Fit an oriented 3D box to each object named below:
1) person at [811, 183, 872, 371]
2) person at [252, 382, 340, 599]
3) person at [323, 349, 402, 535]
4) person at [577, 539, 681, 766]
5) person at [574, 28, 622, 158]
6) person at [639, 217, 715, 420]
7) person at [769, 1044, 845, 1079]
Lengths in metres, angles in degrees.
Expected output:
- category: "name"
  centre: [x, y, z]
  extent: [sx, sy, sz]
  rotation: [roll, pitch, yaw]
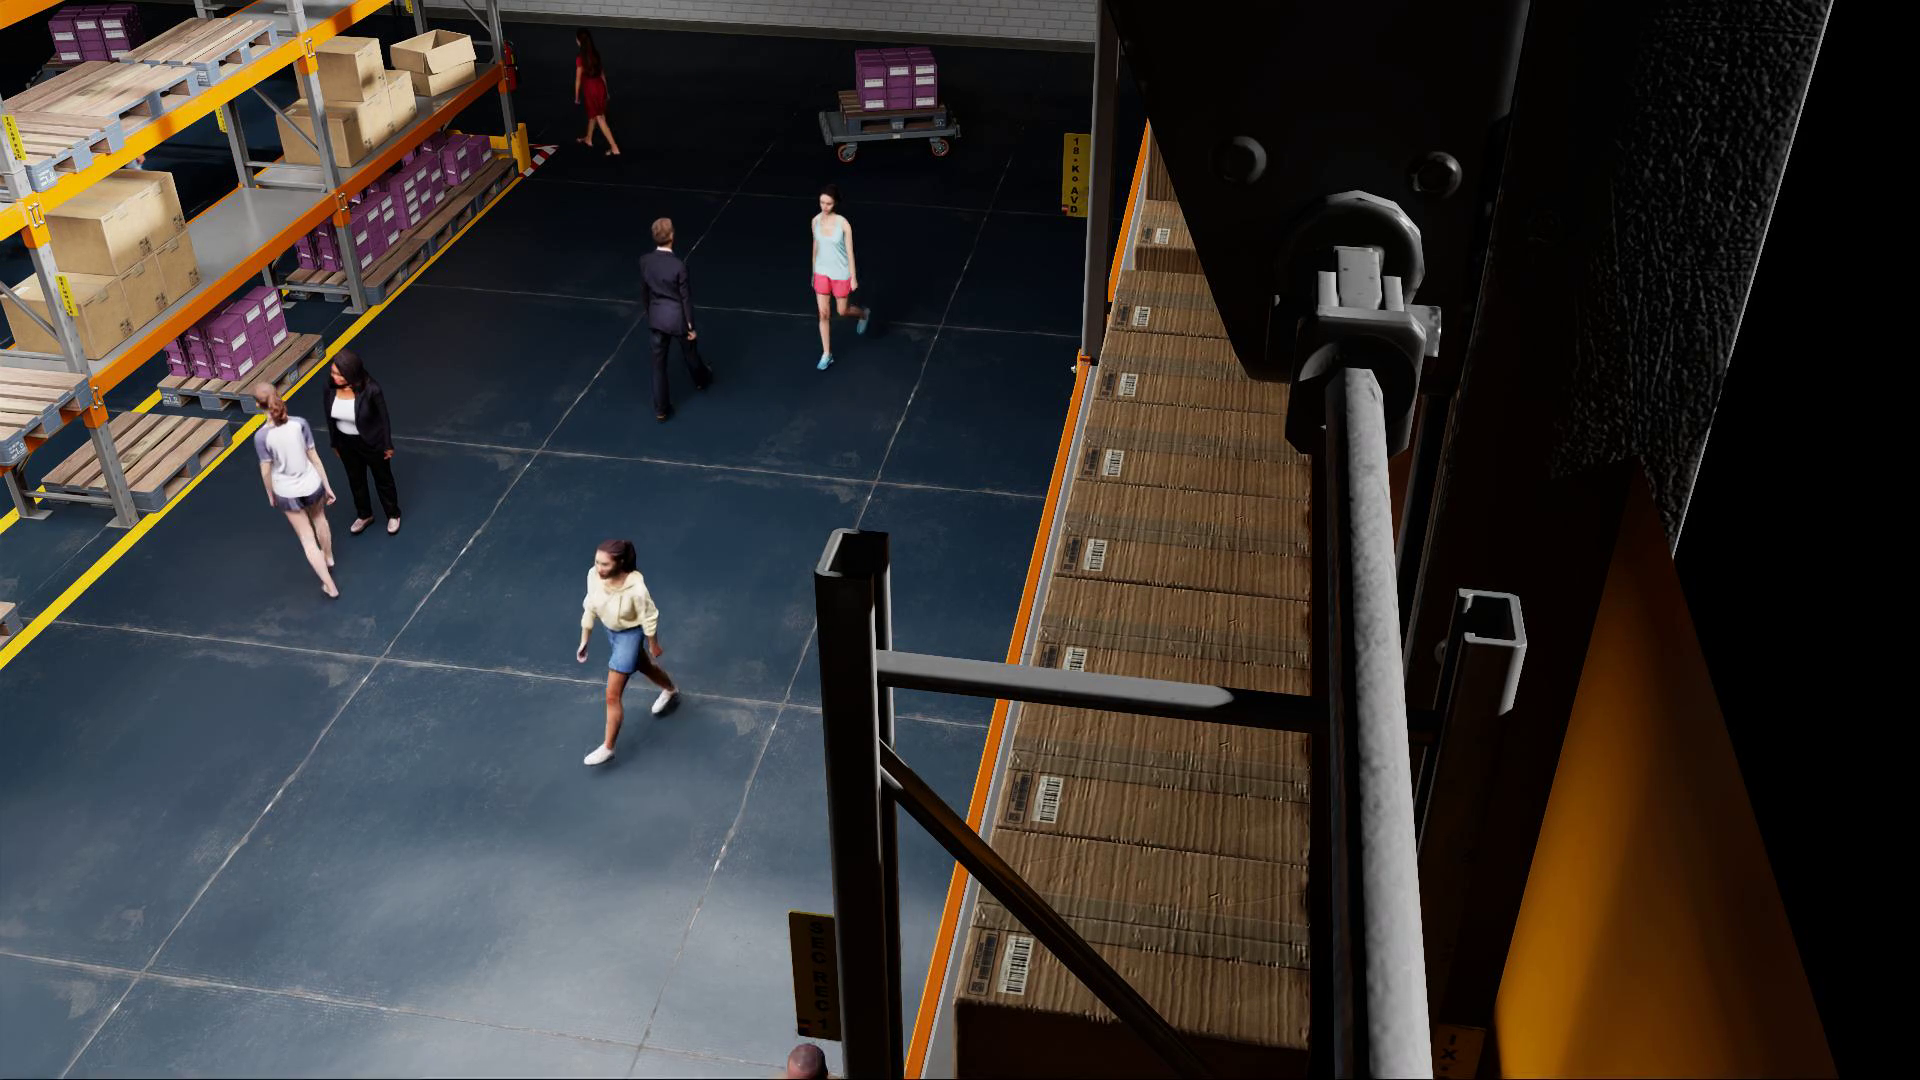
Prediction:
- category: "person"
  centre: [-1.122, -2.480, 15.467]
  extent: [0.806, 1.739, 1.102]
  rotation: [16, 37, 23]
- category: "person"
  centre: [-4.833, -0.321, 12.216]
  extent: [0.918, 1.742, 0.963]
  rotation: [-22, 39, -29]
- category: "person"
  centre: [-4.682, -0.784, 13.030]
  extent: [0.677, 1.612, 0.661]
  rotation: [1, 34, 2]
- category: "person"
  centre: [-2.139, 0.627, 10.936]
  extent: [0.996, 1.580, 1.247]
  rotation: [23, 40, 30]
- category: "person"
  centre: [-4.356, -5.340, 19.977]
  extent: [0.916, 1.510, 1.072]
  rotation: [21, 39, 29]
- category: "person"
  centre: [-2.590, -1.911, 14.583]
  extent: [0.841, 1.771, 1.188]
  rotation: [11, 35, 15]
- category: "person"
  centre: [-0.639, 2.834, 7.415]
  extent: [0.778, 1.803, 0.948]
  rotation: [2, 34, 3]
